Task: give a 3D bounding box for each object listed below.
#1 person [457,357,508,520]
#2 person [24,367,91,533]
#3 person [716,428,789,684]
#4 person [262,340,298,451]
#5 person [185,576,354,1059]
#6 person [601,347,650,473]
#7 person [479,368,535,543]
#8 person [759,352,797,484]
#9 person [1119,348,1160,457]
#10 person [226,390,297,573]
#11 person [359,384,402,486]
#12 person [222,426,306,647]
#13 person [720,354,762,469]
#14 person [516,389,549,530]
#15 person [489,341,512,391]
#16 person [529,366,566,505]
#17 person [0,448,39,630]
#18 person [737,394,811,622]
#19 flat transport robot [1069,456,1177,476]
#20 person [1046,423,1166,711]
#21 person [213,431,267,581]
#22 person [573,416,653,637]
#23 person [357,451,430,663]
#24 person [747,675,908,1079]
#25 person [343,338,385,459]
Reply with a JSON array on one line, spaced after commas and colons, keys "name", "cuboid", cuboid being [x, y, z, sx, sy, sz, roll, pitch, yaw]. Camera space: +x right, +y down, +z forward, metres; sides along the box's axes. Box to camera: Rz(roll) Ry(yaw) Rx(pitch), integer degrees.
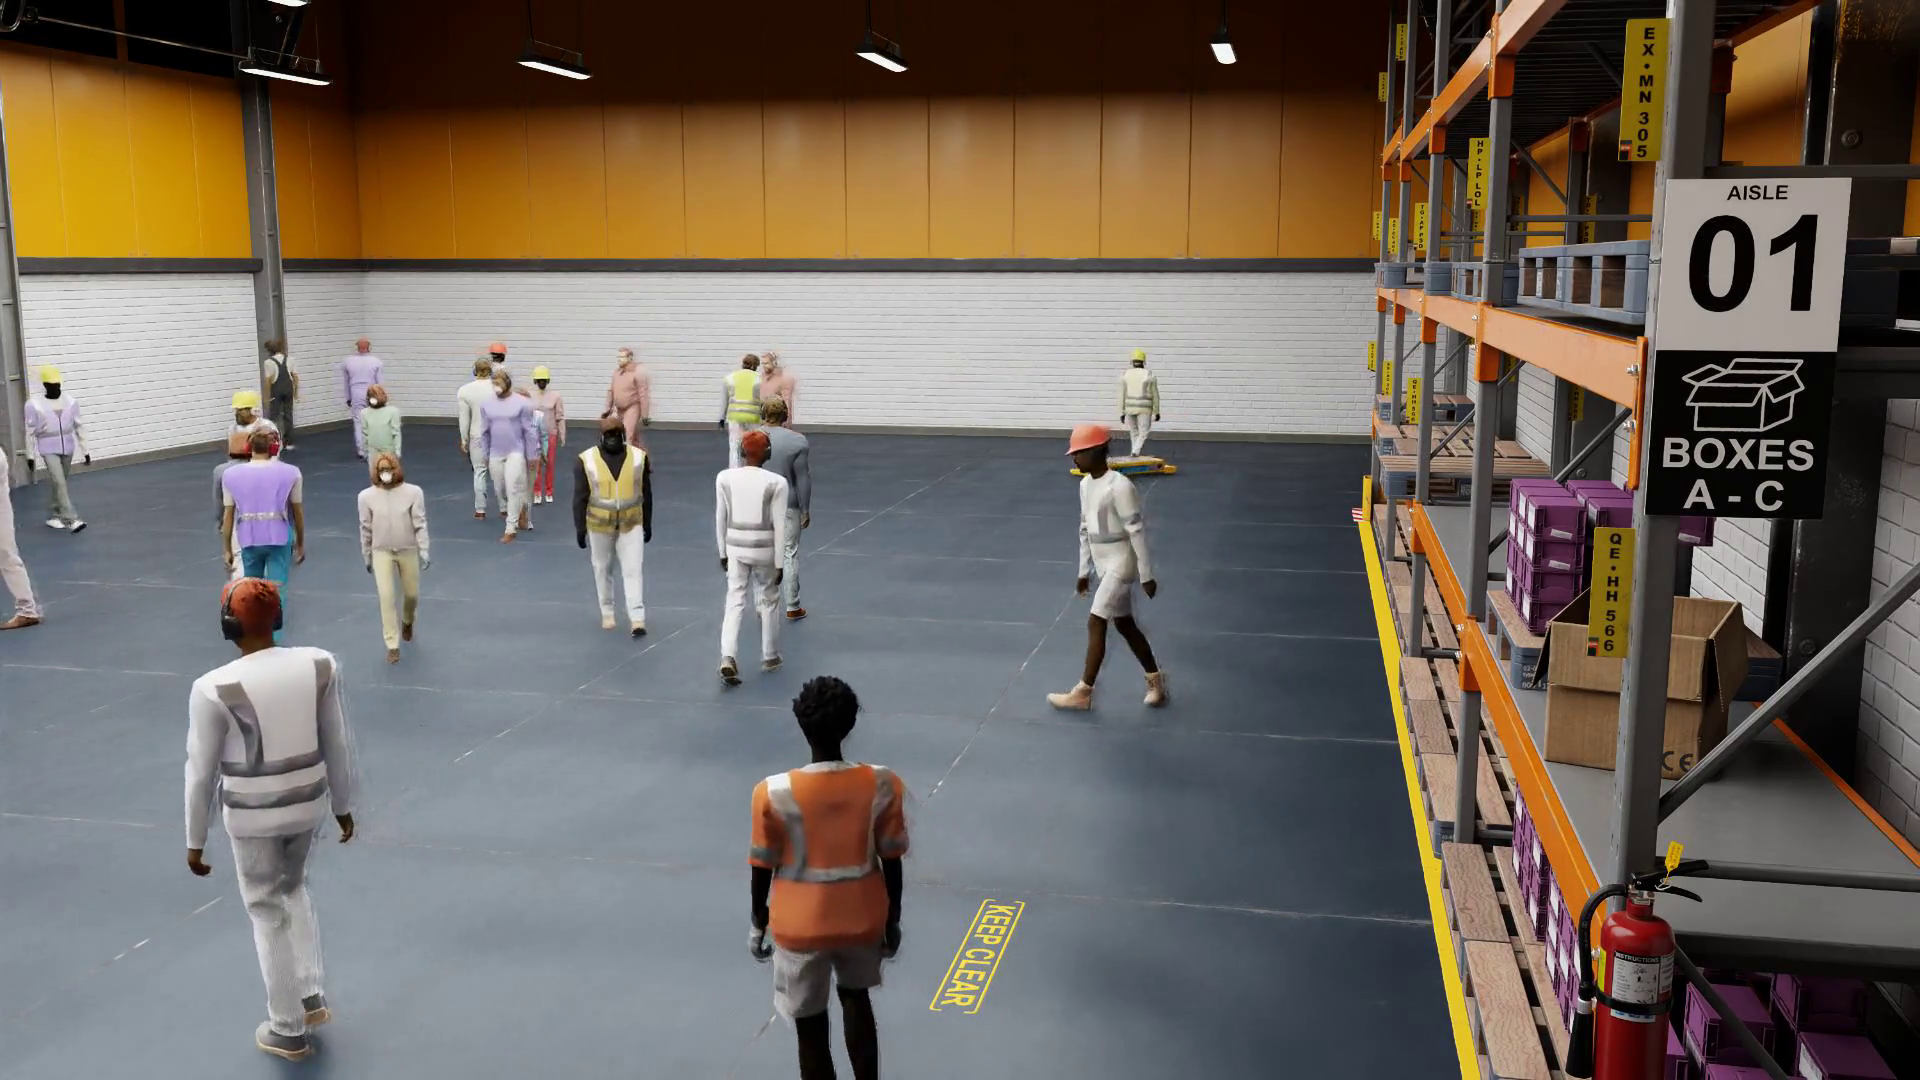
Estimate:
[{"name": "person", "cuboid": [-5.614, -1.194, 19.733, 0.627, 1.934, 0.372, -3, 10, -20]}, {"name": "person", "cuboid": [-10.190, -1.020, 18.845, 0.974, 1.870, 0.609, 6, 11, 34]}, {"name": "person", "cuboid": [-1.530, 0.114, 12.108, 0.578, 1.857, 0.915, 2, 10, 10]}, {"name": "person", "cuboid": [-11.030, -2.335, 26.997, 0.400, 1.810, 0.615, 9, 13, 44]}, {"name": "person", "cuboid": [-2.660, 1.055, 6.363, 0.473, 1.869, 0.619, 7, 12, 36]}, {"name": "person", "cuboid": [-4.797, -1.814, 23.717, 0.658, 1.851, 1.007, 9, 13, 42]}, {"name": "person", "cuboid": [-4.964, -0.956, 18.383, 0.629, 1.914, 0.811, 2, 10, 9]}, {"name": "person", "cuboid": [-2.535, -1.632, 22.619, 0.670, 1.840, 1.002, 6, 11, 34]}, {"name": "person", "cuboid": [2.624, -1.926, 24.543, 0.592, 1.804, 0.808, 5, 11, 29]}, {"name": "person", "cuboid": [-7.024, -0.609, 16.616, 0.594, 1.801, 0.835, 2, 10, 11]}, {"name": "person", "cuboid": [-6.897, -1.065, 19.901, 0.513, 1.616, 0.507, 0, 9, 2]}, {"name": "person", "cuboid": [-5.260, 0.047, 12.614, 0.570, 1.817, 0.506, -3, 10, -15]}, {"name": "person", "cuboid": [-2.972, -1.643, 22.826, 0.751, 1.800, 0.489, 1, 9, 6]}, {"name": "person", "cuboid": [-4.950, -0.920, 19.039, 0.507, 1.605, 0.742, -6, 11, -31]}, {"name": "person", "cuboid": [-6.875, -1.979, 24.538, 0.548, 1.914, 0.765, 5, 11, 29]}, {"name": "person", "cuboid": [-5.243, -1.311, 20.972, 0.547, 1.741, 0.711, -3, 10, -17]}, {"name": "person", "cuboid": [-8.122, -0.146, 13.640, 0.651, 1.862, 0.929, 8, 13, 42]}, {"name": "person", "cuboid": [-1.566, -0.265, 14.122, 0.631, 1.939, 0.370, 1, 9, 6]}, {"name": "flat transport robot", "cuboid": [2.348, -1.059, 23.912, 1.431, 0.197, 0.652, -5, 11, -30]}, {"name": "person", "cuboid": [1.059, 0.191, 11.315, 0.884, 1.980, 0.628, -2, 10, -13]}, {"name": "person", "cuboid": [-6.192, -0.148, 14.447, 0.518, 1.586, 0.847, -3, 10, -15]}, {"name": "person", "cuboid": [-2.820, -0.105, 13.587, 0.658, 1.793, 0.939, -3, 10, -17]}, {"name": "person", "cuboid": [-4.390, 0.096, 12.917, 0.499, 1.612, 0.695, -3, 10, -19]}, {"name": "person", "cuboid": [-0.448, 1.283, 5.571, 0.535, 1.684, 0.374, -4, 10, -23]}, {"name": "person", "cuboid": [-9.369, -2.240, 26.244, 0.660, 1.865, 0.938, -1, 10, -7]}]
